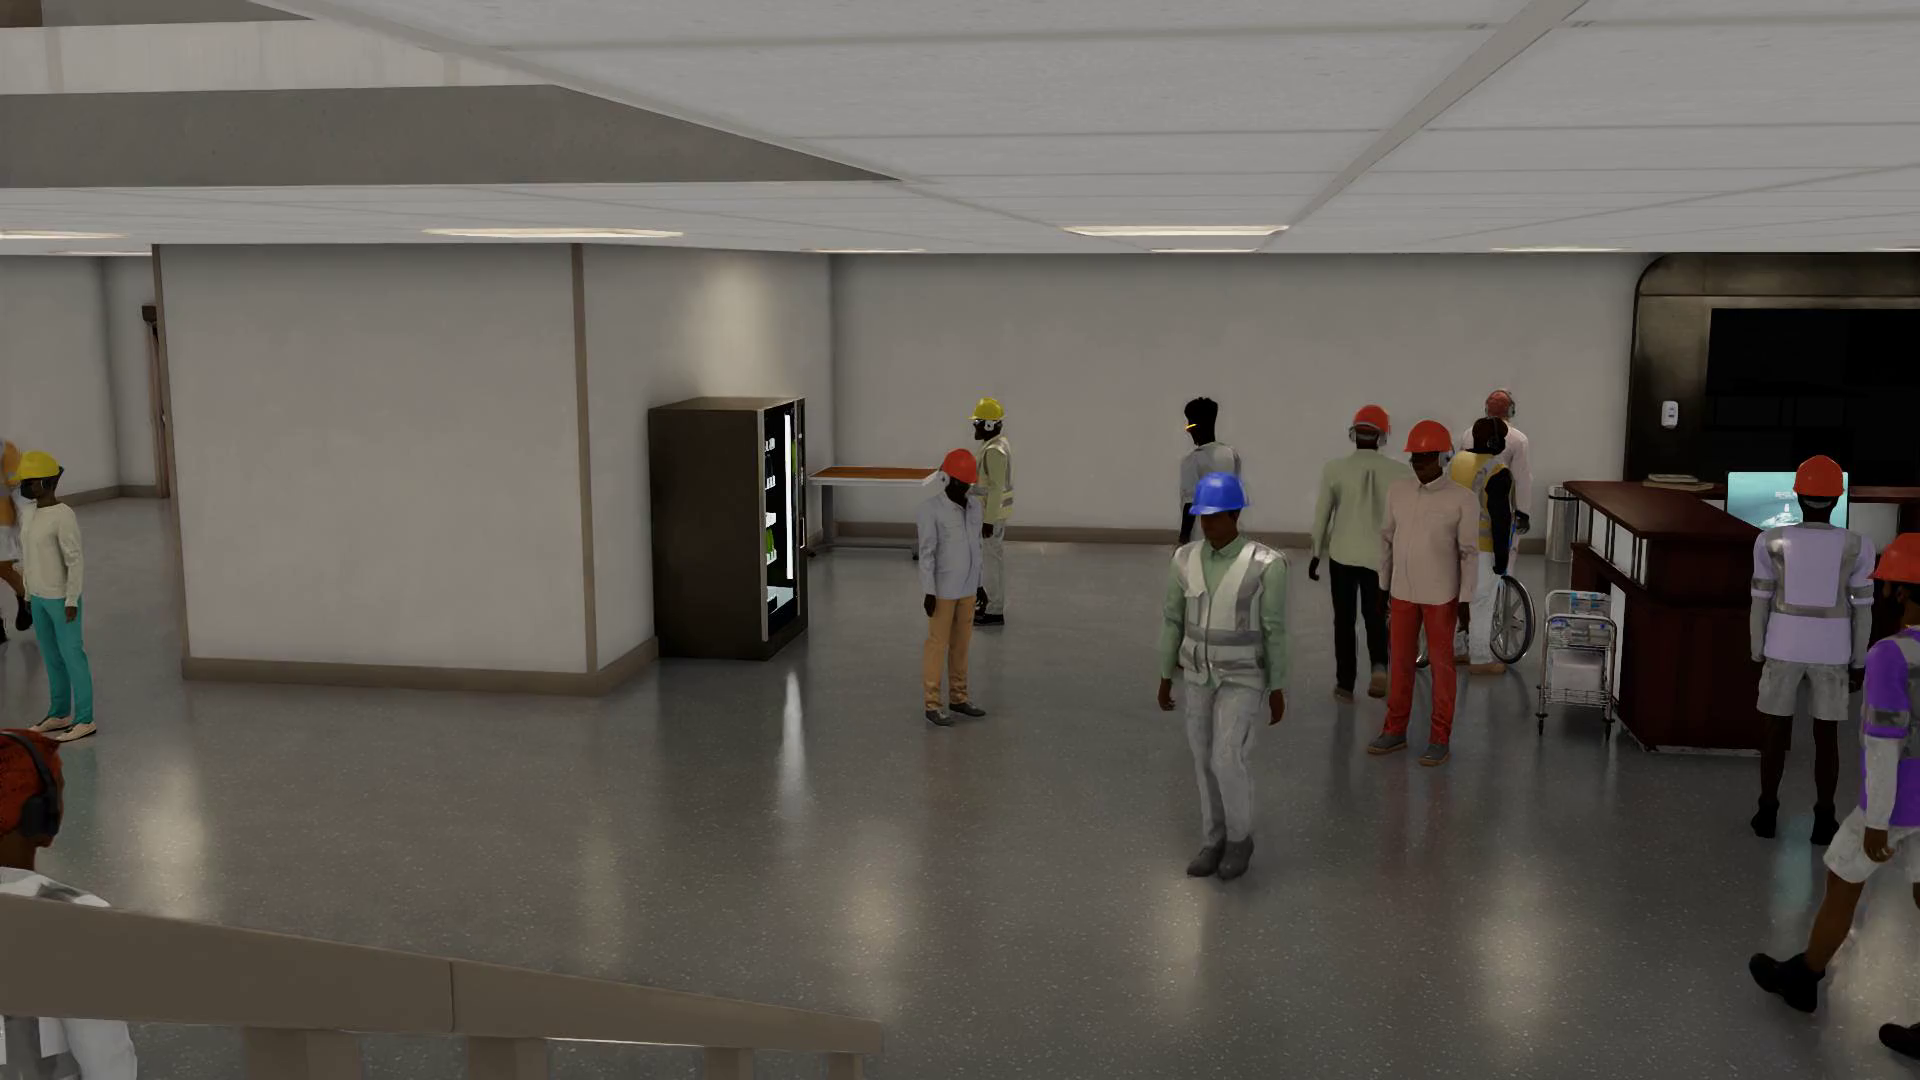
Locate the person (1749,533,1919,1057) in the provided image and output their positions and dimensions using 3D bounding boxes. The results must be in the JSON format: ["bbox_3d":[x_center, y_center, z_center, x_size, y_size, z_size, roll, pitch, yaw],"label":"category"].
[{"bbox_3d":[3.408,0.911,6.159,0.562,1.891,0.936,-4,10,-21],"label":"person"}]

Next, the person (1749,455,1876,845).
[{"bbox_3d":[4.215,0.547,8.276,0.545,1.942,0.349,5,10,28],"label":"person"}]

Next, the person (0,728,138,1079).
[{"bbox_3d":[-2.045,1.336,3.629,0.576,1.876,0.363,2,9,12],"label":"person"}]

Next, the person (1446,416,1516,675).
[{"bbox_3d":[3.676,0.040,11.751,0.430,1.837,0.628,-3,10,-19],"label":"person"}]

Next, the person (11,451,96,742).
[{"bbox_3d":[-5.517,0.341,10.086,0.533,1.768,0.310,6,11,33],"label":"person"}]

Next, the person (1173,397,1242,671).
[{"bbox_3d":[1.733,-0.035,11.808,0.375,1.959,0.603,9,13,42],"label":"person"}]

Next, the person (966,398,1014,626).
[{"bbox_3d":[0.228,-0.227,13.384,0.404,1.833,0.590,0,9,-1],"label":"person"}]

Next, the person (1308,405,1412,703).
[{"bbox_3d":[2.628,0.104,10.902,0.629,1.972,0.491,0,9,-1],"label":"person"}]

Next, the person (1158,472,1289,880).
[{"bbox_3d":[1.199,0.640,7.734,0.639,1.926,0.464,8,12,41],"label":"person"}]

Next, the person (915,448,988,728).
[{"bbox_3d":[-0.023,0.289,10.470,0.339,1.741,0.563,8,12,41],"label":"person"}]

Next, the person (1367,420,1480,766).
[{"bbox_3d":[2.681,0.301,9.623,0.384,1.996,0.610,-9,13,-44],"label":"person"}]

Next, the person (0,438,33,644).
[{"bbox_3d":[-7.387,-0.146,12.630,0.565,1.912,0.539,-1,9,-8],"label":"person"}]

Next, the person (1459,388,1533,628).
[{"bbox_3d":[4.299,-0.253,13.301,0.409,1.913,0.651,-6,11,-34],"label":"person"}]
